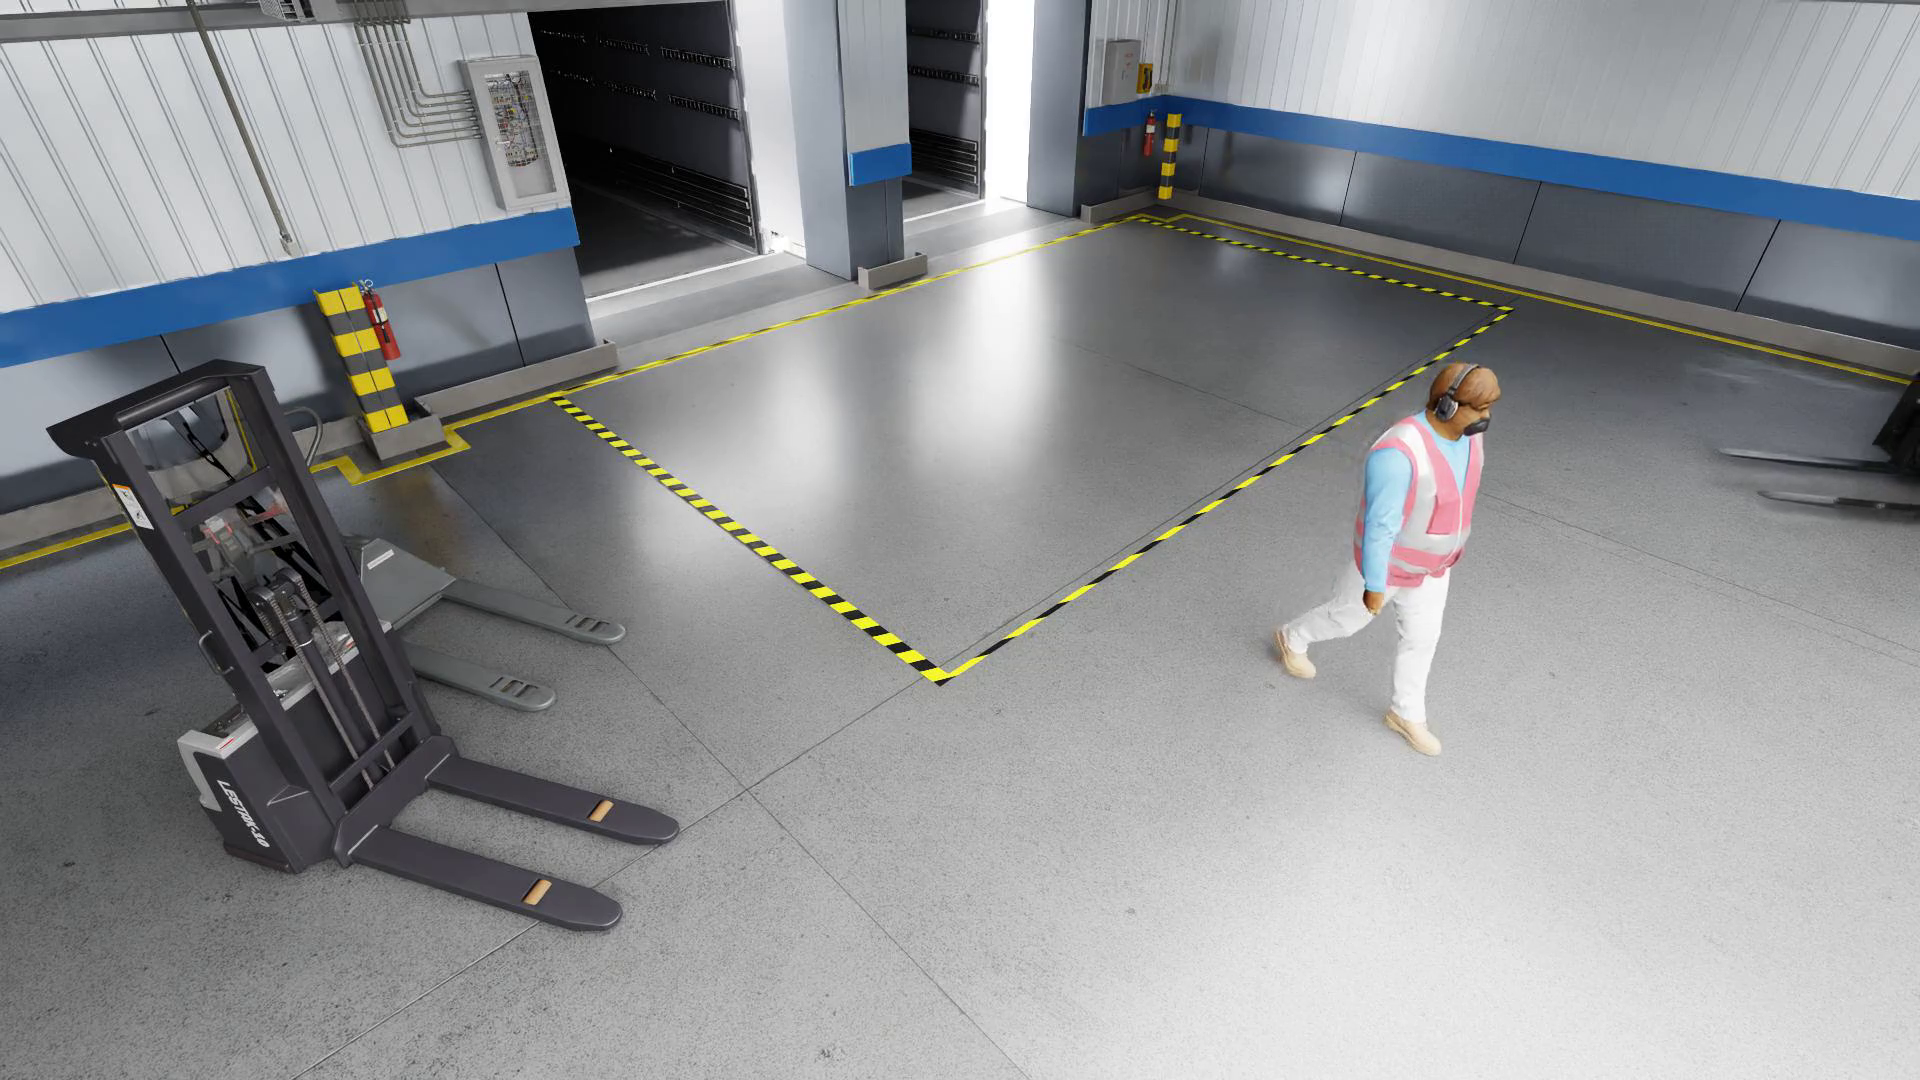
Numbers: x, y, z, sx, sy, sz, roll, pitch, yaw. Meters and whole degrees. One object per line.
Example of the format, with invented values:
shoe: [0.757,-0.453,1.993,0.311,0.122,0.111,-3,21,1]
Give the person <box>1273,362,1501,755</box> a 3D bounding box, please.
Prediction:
person: [1.929,0.061,4.056,0.625,1.805,0.929,-16,37,-21]

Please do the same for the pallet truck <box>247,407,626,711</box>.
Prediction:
pallet truck: [-2.628,0.038,4.590,1.601,1.201,0.680,12,36,18]

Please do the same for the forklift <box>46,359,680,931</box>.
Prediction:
forklift: [-2.135,0.422,3.354,1.885,1.965,0.823,10,35,14]
